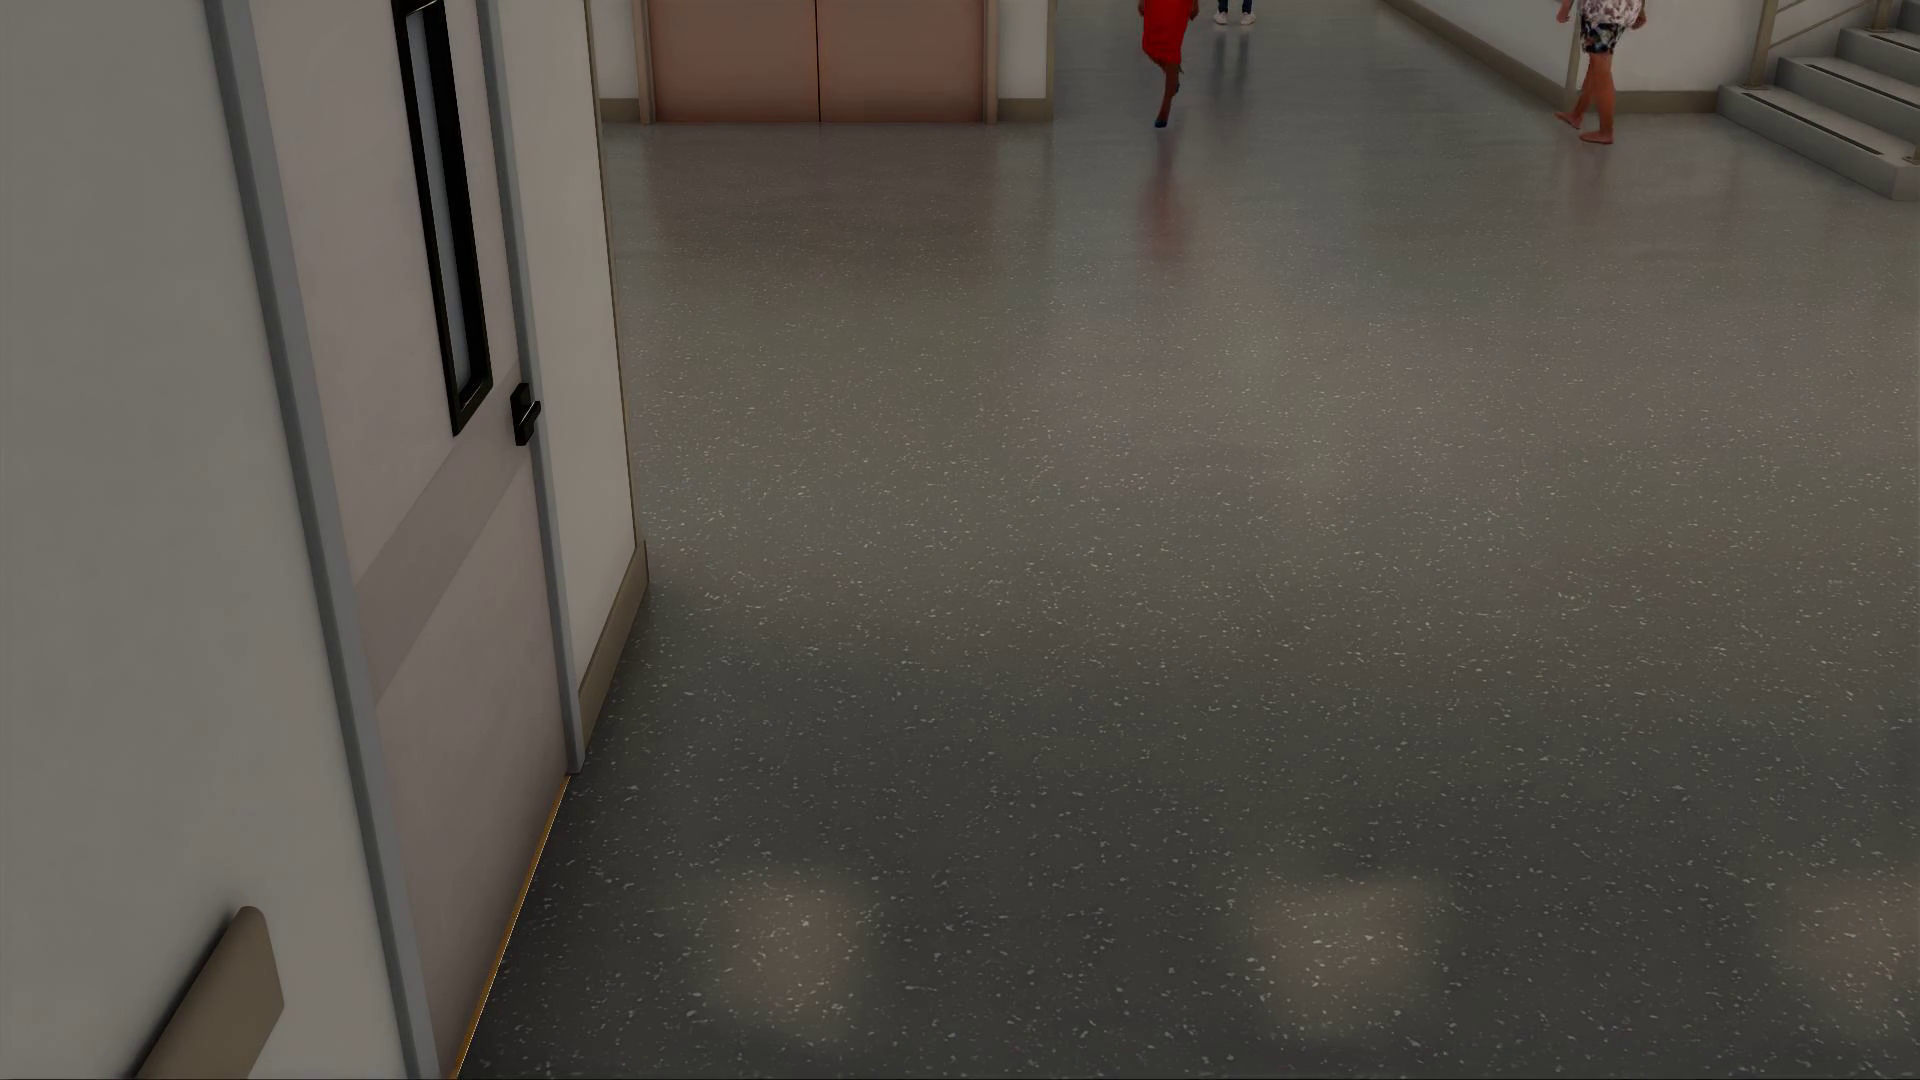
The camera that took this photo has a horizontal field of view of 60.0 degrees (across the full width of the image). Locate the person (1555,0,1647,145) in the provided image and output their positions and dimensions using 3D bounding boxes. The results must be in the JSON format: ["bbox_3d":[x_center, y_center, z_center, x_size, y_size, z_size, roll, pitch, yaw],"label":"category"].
[{"bbox_3d":[4.330,-3.503,10.920,0.997,1.791,0.973,-12,28,-23],"label":"person"}]

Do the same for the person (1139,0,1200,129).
[{"bbox_3d":[1.481,-3.774,11.554,0.864,1.729,0.844,11,28,22],"label":"person"}]

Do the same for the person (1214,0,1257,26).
[{"bbox_3d":[2.630,-5.855,15.729,0.543,1.852,0.759,3,26,7],"label":"person"}]
